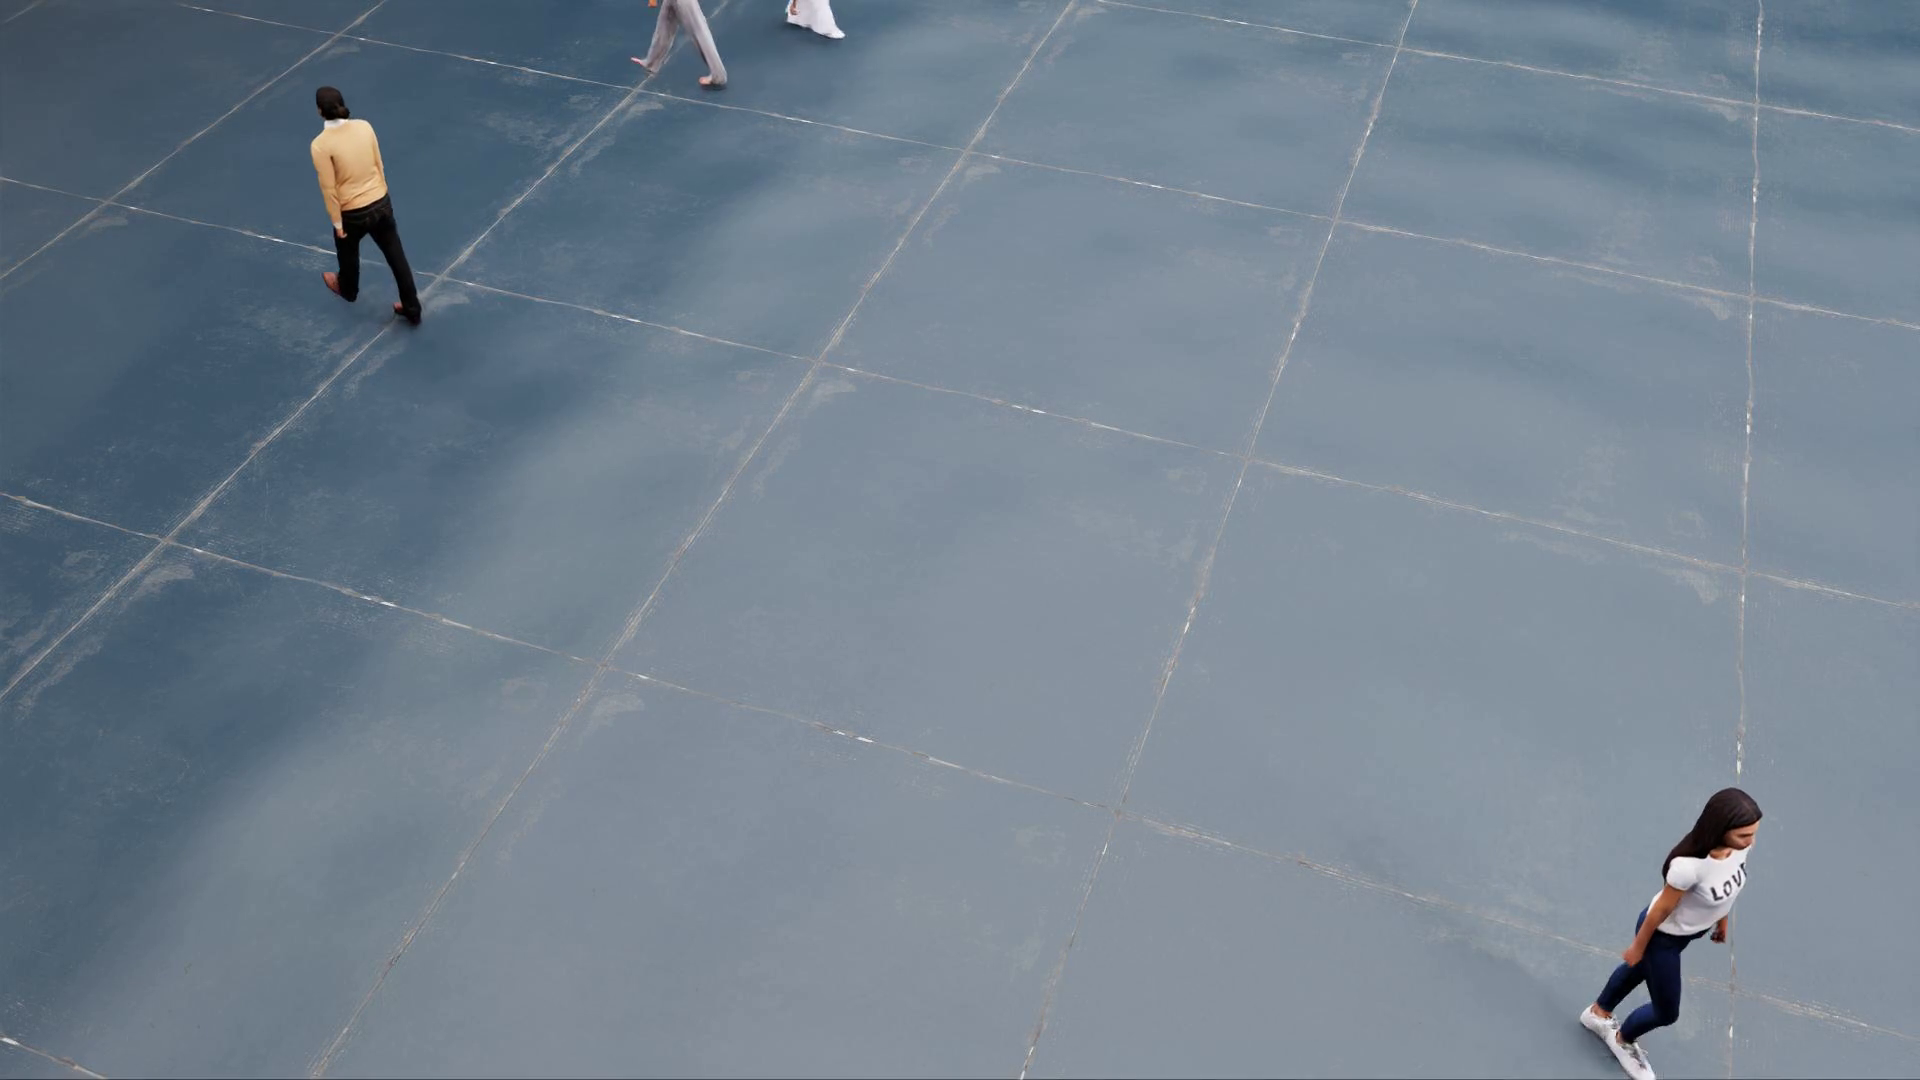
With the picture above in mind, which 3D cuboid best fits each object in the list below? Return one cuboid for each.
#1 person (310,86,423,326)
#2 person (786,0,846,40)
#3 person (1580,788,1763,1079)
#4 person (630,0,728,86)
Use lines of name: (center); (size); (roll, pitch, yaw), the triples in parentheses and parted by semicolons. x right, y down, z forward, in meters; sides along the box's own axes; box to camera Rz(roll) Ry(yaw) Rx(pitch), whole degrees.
person: (-3.955, -2.179, 11.145); (1.178, 1.720, 0.932); (30, 51, 28)
person: (-1.435, -5.355, 14.410); (1.042, 1.907, 0.847); (24, 48, 24)
person: (2.940, 1.604, 7.062); (0.753, 1.762, 0.799); (-28, 50, -27)
person: (-2.206, -4.516, 13.638); (1.126, 1.733, 0.771); (6, 43, 6)
